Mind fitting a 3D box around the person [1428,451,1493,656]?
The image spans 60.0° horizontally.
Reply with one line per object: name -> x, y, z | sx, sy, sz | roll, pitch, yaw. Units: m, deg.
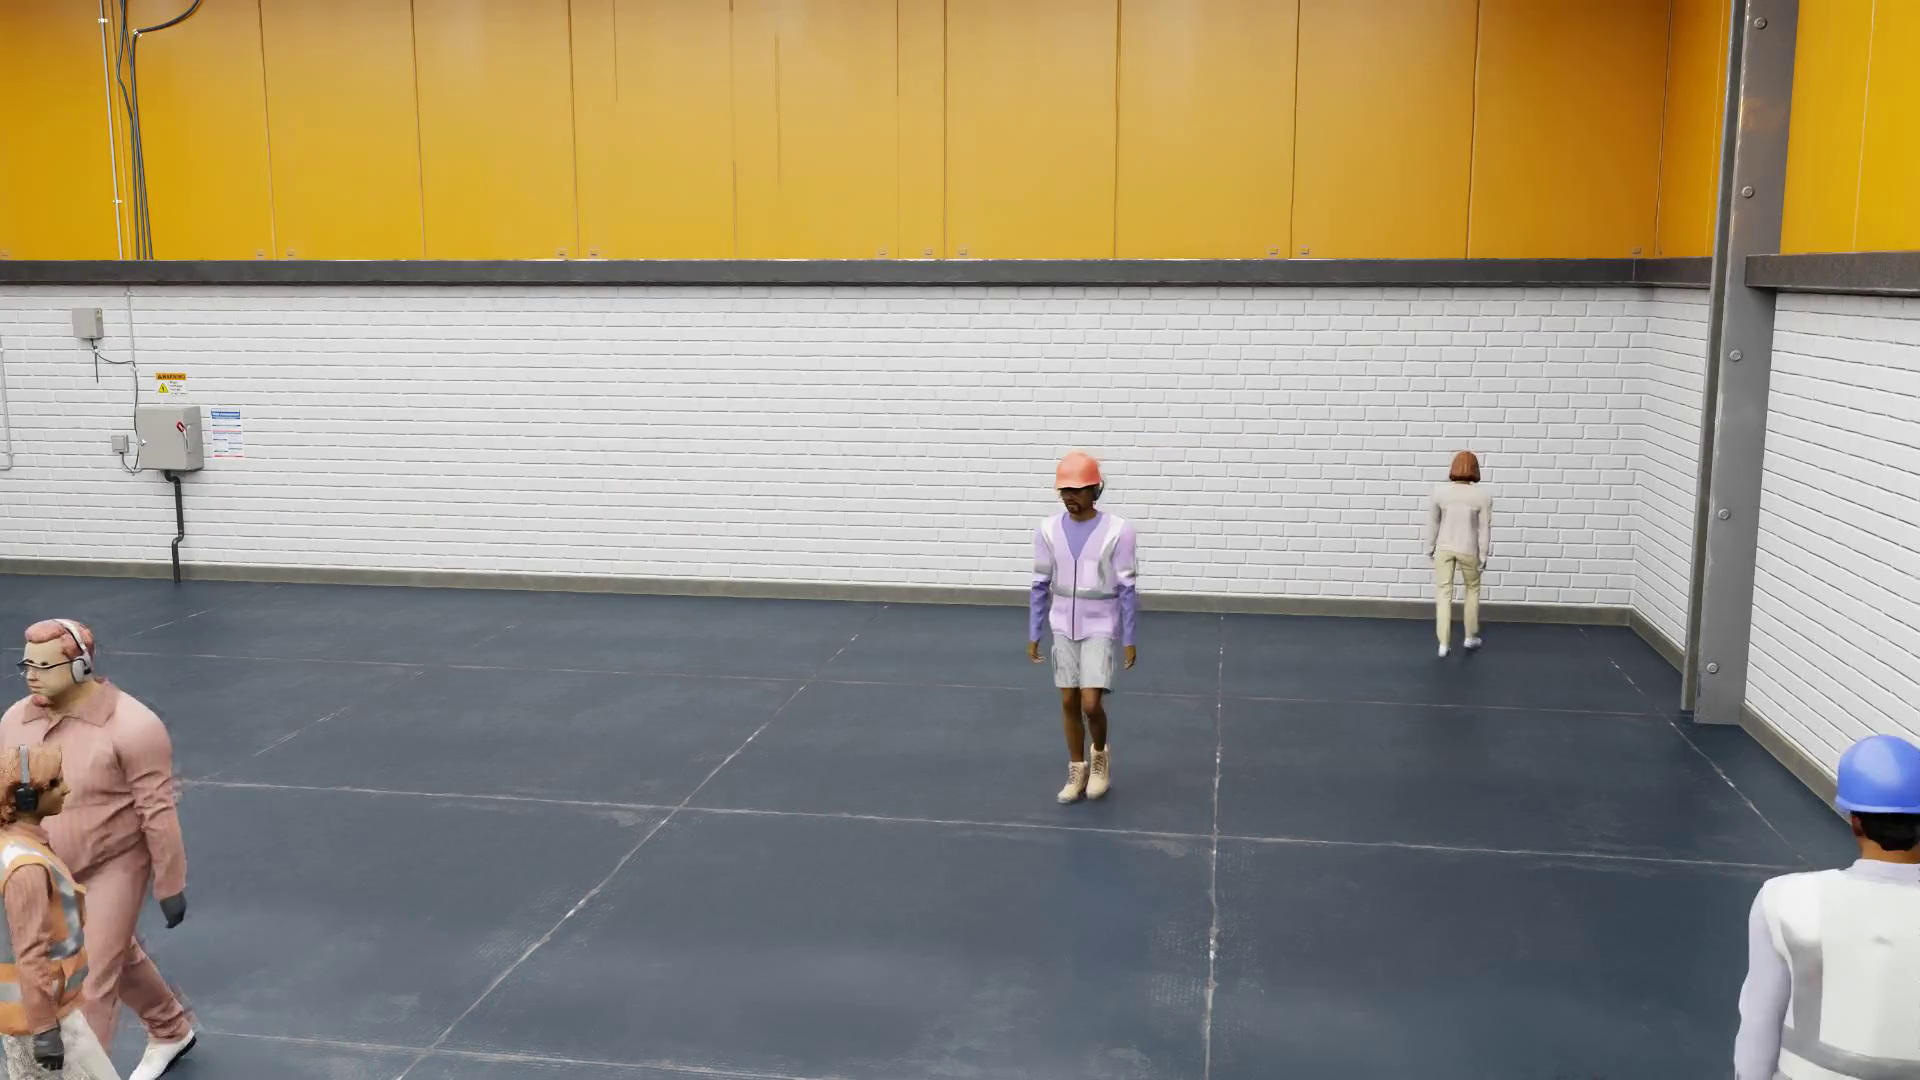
person -> 3.977, 0.094, 13.233 | 0.516, 1.607, 0.686 | 5, 10, 27

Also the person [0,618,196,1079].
person -> -3.079, 1.172, 5.863 | 0.668, 1.858, 1.017 | 3, 10, 18

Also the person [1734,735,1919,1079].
person -> 2.263, 1.417, 4.127 | 0.631, 1.917, 0.808 | 5, 10, 27

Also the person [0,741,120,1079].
person -> -2.767, 1.410, 5.046 | 0.371, 1.626, 0.537 | -7, 11, -35

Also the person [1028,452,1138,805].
person -> 0.674, 0.511, 9.391 | 0.631, 2.023, 0.431 | 5, 10, 28
